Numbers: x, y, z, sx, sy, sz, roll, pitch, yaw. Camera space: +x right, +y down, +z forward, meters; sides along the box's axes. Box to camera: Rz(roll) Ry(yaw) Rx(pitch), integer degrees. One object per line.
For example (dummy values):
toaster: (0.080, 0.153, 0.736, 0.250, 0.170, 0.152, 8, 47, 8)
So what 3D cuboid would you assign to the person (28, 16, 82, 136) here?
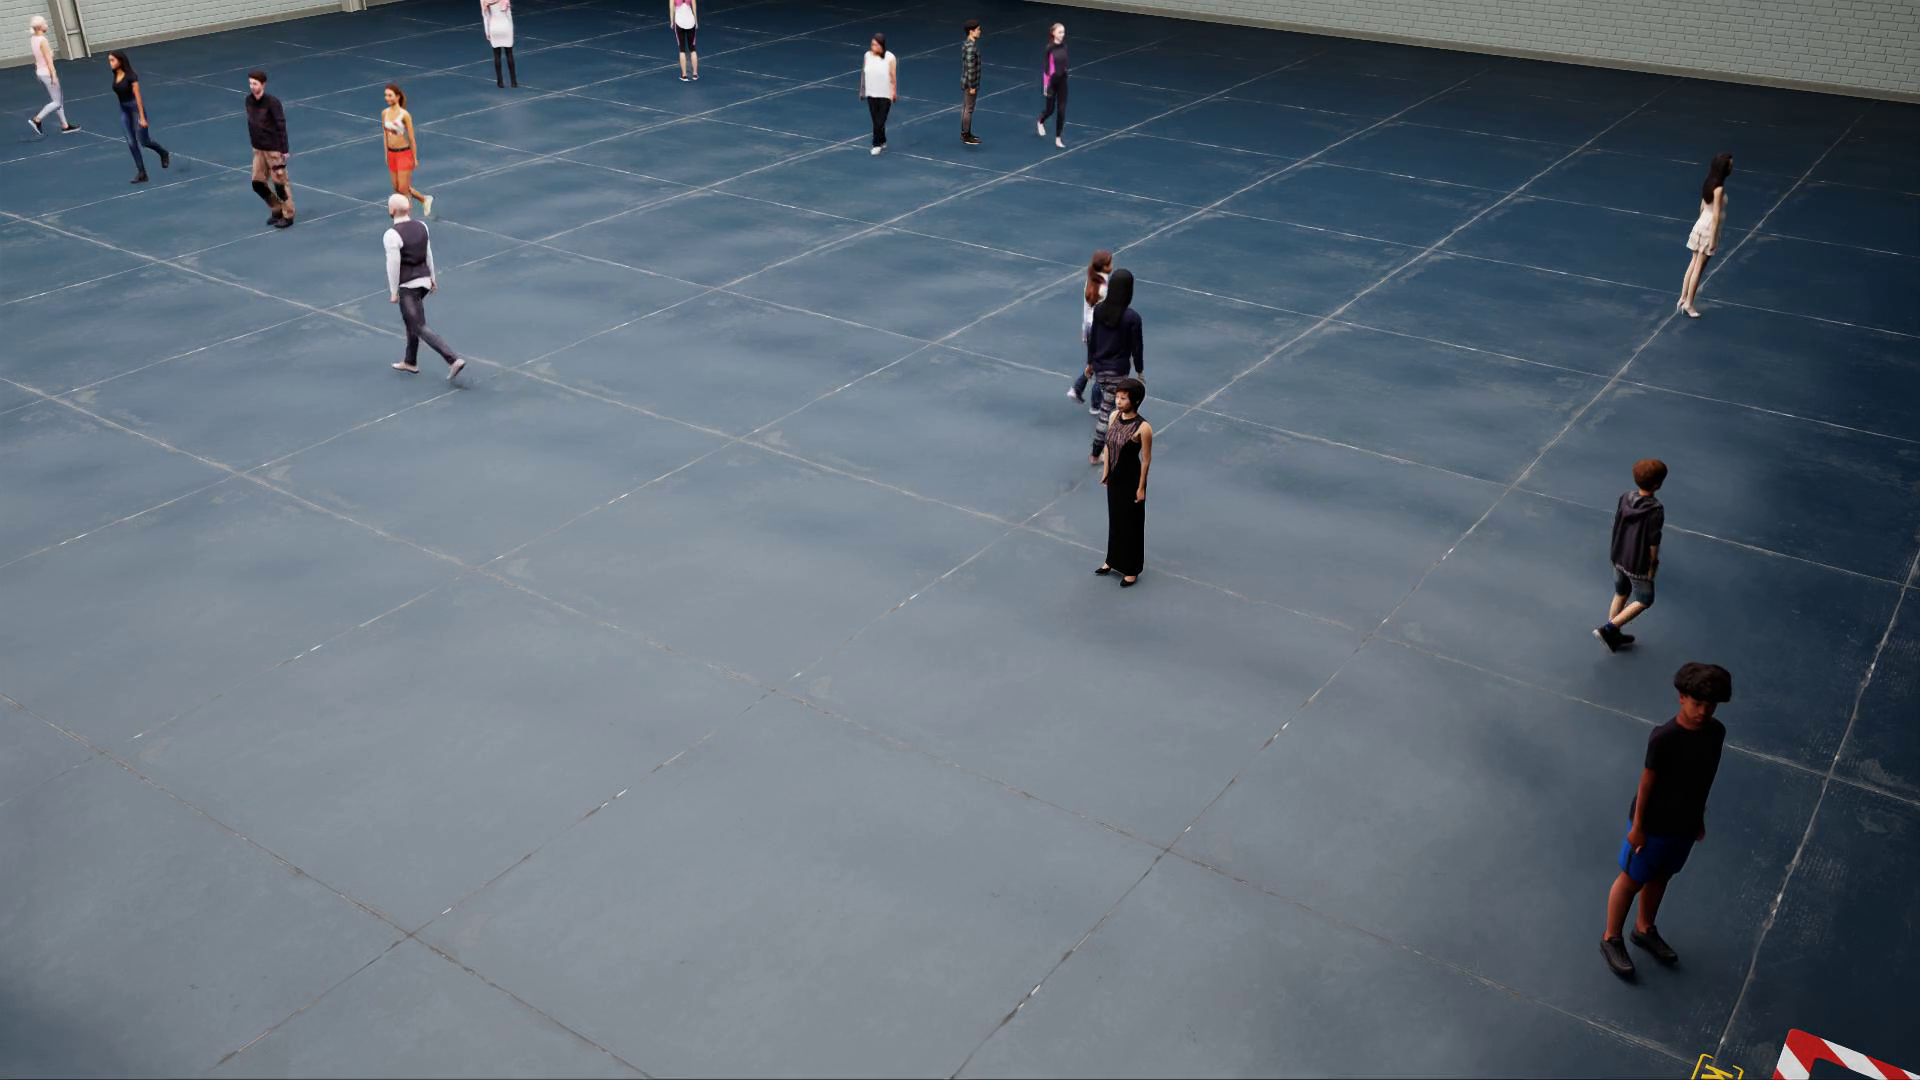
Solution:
person: (-13.510, -6.802, 24.482, 0.593, 1.705, 0.981, 21, 34, 35)

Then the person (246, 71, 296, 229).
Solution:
person: (-8.383, -4.783, 20.336, 0.804, 1.910, 0.757, 9, 28, 16)

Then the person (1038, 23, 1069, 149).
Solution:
person: (1.357, -6.576, 24.009, 0.870, 1.736, 0.842, -13, 30, -23)

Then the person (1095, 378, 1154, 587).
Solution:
person: (1.228, -0.435, 12.228, 0.591, 1.604, 0.633, -21, 34, -34)

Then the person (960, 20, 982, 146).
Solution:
person: (0.132, -6.567, 23.782, 0.775, 1.714, 0.707, -1, 27, -3)

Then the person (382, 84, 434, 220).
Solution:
person: (-6.745, -4.650, 20.224, 0.691, 1.776, 1.007, 11, 29, 21)

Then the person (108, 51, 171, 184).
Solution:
person: (-11.010, -5.683, 22.296, 0.724, 1.717, 0.968, 9, 29, 17)

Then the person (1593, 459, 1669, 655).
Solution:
person: (4.536, 0.139, 11.291, 0.795, 1.441, 0.712, -11, 29, -21)

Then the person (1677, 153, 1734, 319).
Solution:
person: (7.830, -3.208, 17.469, 0.718, 1.734, 0.613, 3, 27, 5)

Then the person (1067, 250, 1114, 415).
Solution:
person: (1.204, -1.856, 15.052, 0.757, 1.544, 0.647, -17, 32, -29)

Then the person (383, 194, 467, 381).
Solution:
person: (-5.118, -2.346, 15.738, 0.930, 1.788, 1.202, 11, 29, 20)

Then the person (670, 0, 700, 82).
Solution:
person: (-4.635, -8.667, 28.016, 0.648, 1.786, 0.742, -9, 28, -16)

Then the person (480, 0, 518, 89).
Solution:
person: (-7.612, -8.414, 27.507, 0.718, 1.802, 0.786, -6, 28, -12)

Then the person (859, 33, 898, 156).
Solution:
person: (-1.109, -6.371, 23.692, 0.726, 1.663, 0.881, 15, 31, 27)

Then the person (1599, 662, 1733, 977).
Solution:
person: (3.590, 1.394, 8.468, 0.676, 1.794, 0.755, -9, 28, -16)

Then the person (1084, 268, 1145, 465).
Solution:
person: (1.237, -1.424, 14.030, 0.661, 1.713, 0.758, 20, 33, 34)
